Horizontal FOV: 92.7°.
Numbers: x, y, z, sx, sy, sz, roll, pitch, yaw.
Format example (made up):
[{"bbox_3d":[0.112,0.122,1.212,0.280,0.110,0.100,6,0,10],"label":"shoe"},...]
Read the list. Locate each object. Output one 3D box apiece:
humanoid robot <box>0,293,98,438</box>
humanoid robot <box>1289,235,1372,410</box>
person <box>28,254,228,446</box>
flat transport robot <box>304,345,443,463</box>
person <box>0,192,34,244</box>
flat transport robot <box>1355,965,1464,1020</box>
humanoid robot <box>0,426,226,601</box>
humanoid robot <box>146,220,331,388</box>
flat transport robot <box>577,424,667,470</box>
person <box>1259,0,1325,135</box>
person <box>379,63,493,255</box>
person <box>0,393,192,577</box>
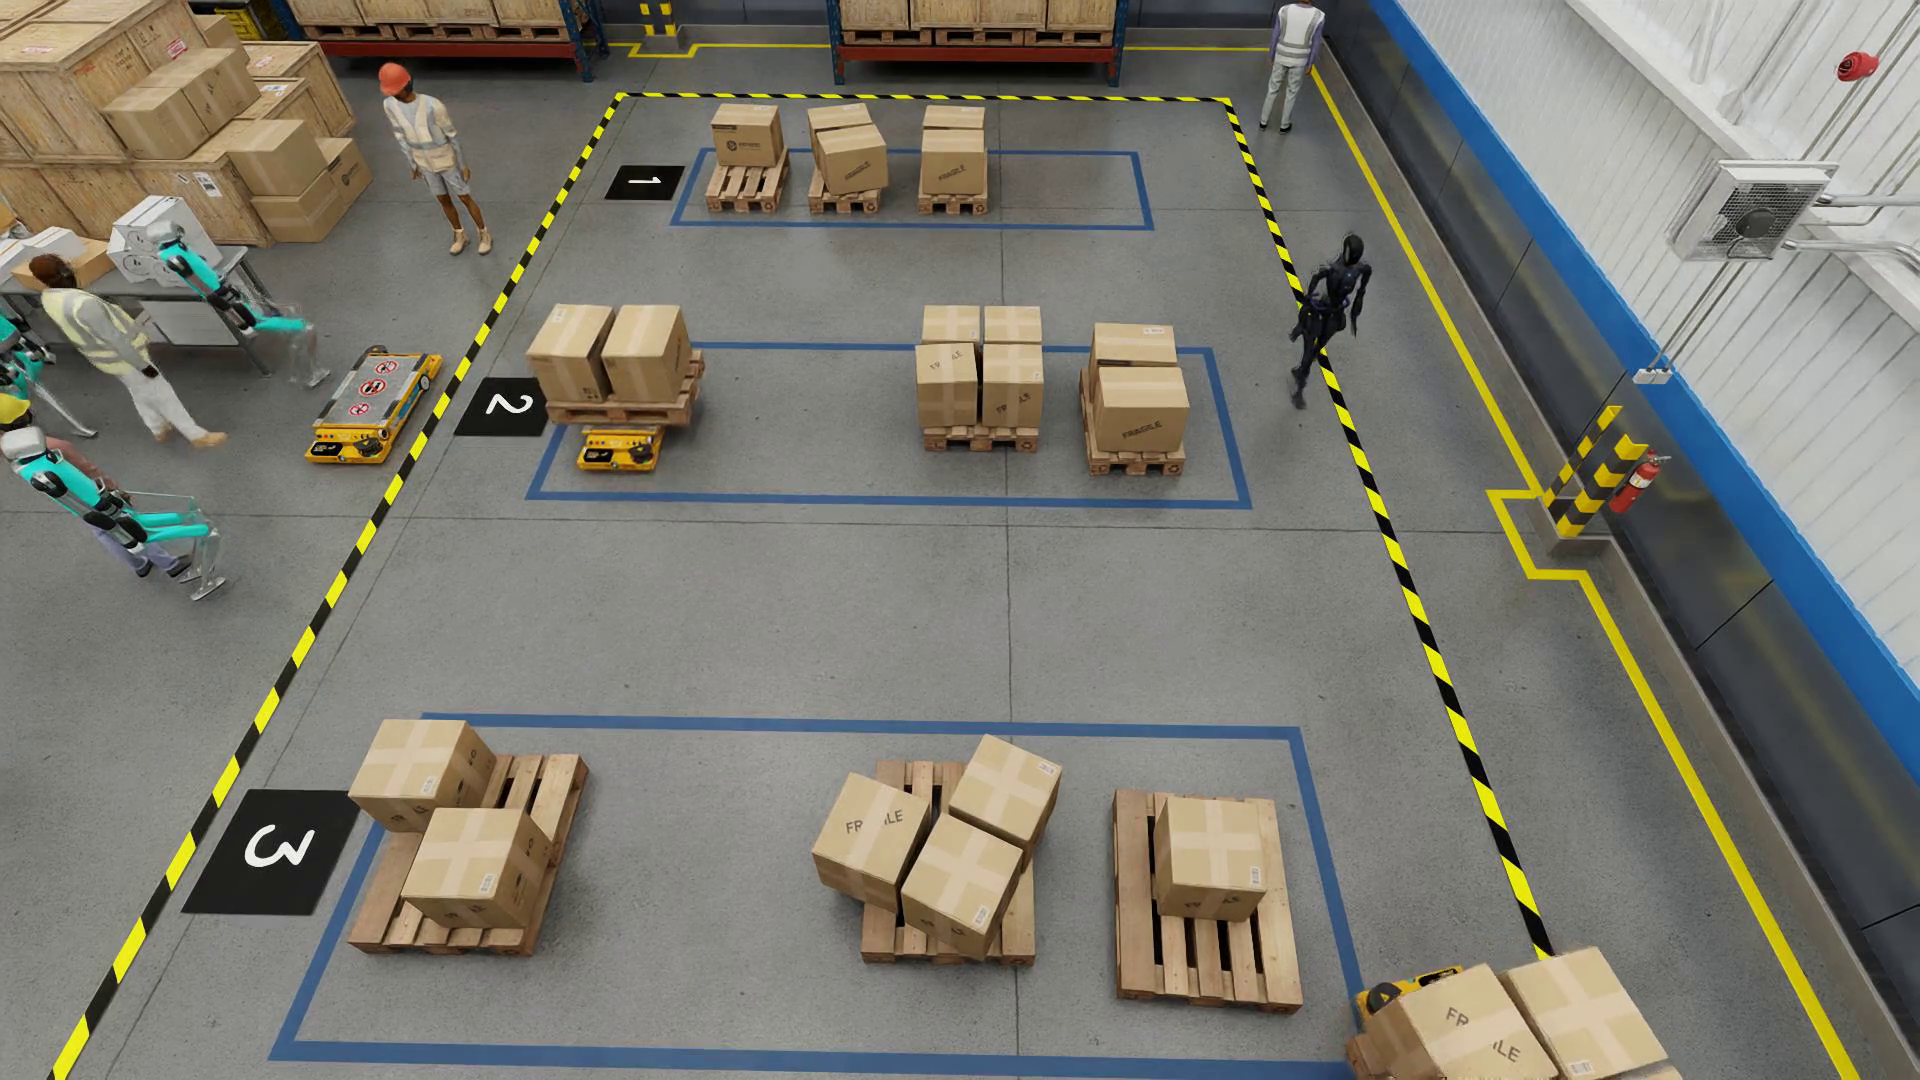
[{"bbox_3d":[-8.079,-1.479,7.723,0.791,1.886,0.543,9,50,8],"label":"humanoid robot"},{"bbox_3d":[3.260,-1.937,8.090,0.593,1.640,0.638,-7,50,-5],"label":"humanoid robot"},{"bbox_3d":[-6.984,-1.525,7.655,0.723,1.806,0.432,24,54,19],"label":"person"},{"bbox_3d":[-5.383,-1.269,8.441,0.659,0.231,1.431,1,50,1],"label":"flat transport robot"},{"bbox_3d":[-9.354,-3.058,8.862,0.370,1.934,0.550,-6,50,-5],"label":"person"},{"bbox_3d":[2.740,3.031,4.784,0.652,0.197,1.431,-10,50,-8],"label":"flat transport robot"},{"bbox_3d":[-5.804,-0.239,6.519,0.735,1.677,0.533,-36,59,-26],"label":"humanoid robot"},{"bbox_3d":[-6.252,-2.095,8.178,0.835,1.768,0.532,-29,55,-22],"label":"humanoid robot"},{"bbox_3d":[-2.983,-1.216,8.378,0.652,0.197,1.431,1,50,1],"label":"flat transport robot"},{"bbox_3d":[4.142,-6.019,11.432,0.595,1.837,0.404,20,53,16],"label":"person"},{"bbox_3d":[-5.439,-3.901,9.515,0.612,2.029,0.400,1,50,0],"label":"person"},{"bbox_3d":[-6.379,-0.363,6.691,0.523,1.769,0.314,3,50,3],"label":"person"}]
